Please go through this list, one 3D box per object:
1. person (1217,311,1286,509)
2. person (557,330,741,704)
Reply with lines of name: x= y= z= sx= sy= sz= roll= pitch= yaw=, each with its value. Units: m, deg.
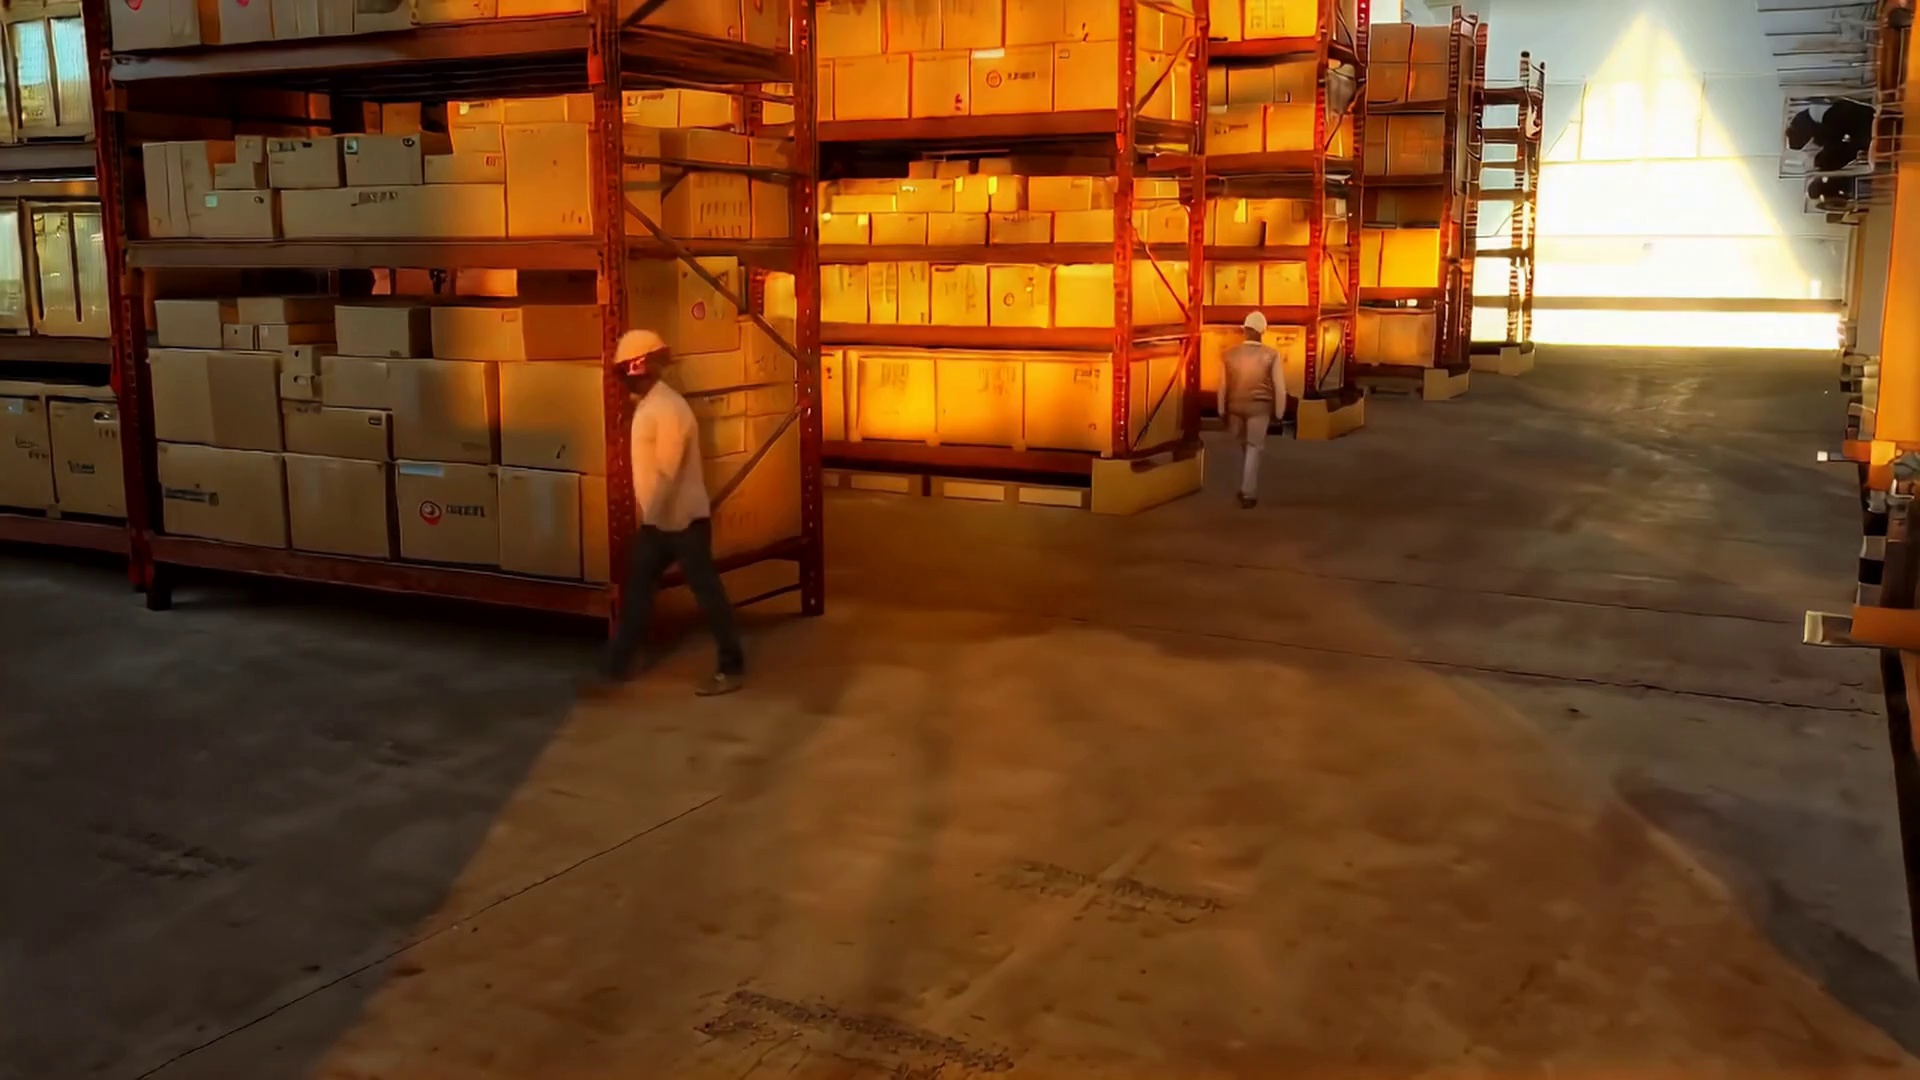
person: x=2.728 y=-1.212 z=15.411 sx=0.605 sy=1.789 sz=0.886 roll=5 pitch=11 yaw=26
person: x=-1.570 y=-0.098 z=8.540 sx=0.986 sy=1.923 sz=0.633 roll=-7 pitch=12 yaw=-36
